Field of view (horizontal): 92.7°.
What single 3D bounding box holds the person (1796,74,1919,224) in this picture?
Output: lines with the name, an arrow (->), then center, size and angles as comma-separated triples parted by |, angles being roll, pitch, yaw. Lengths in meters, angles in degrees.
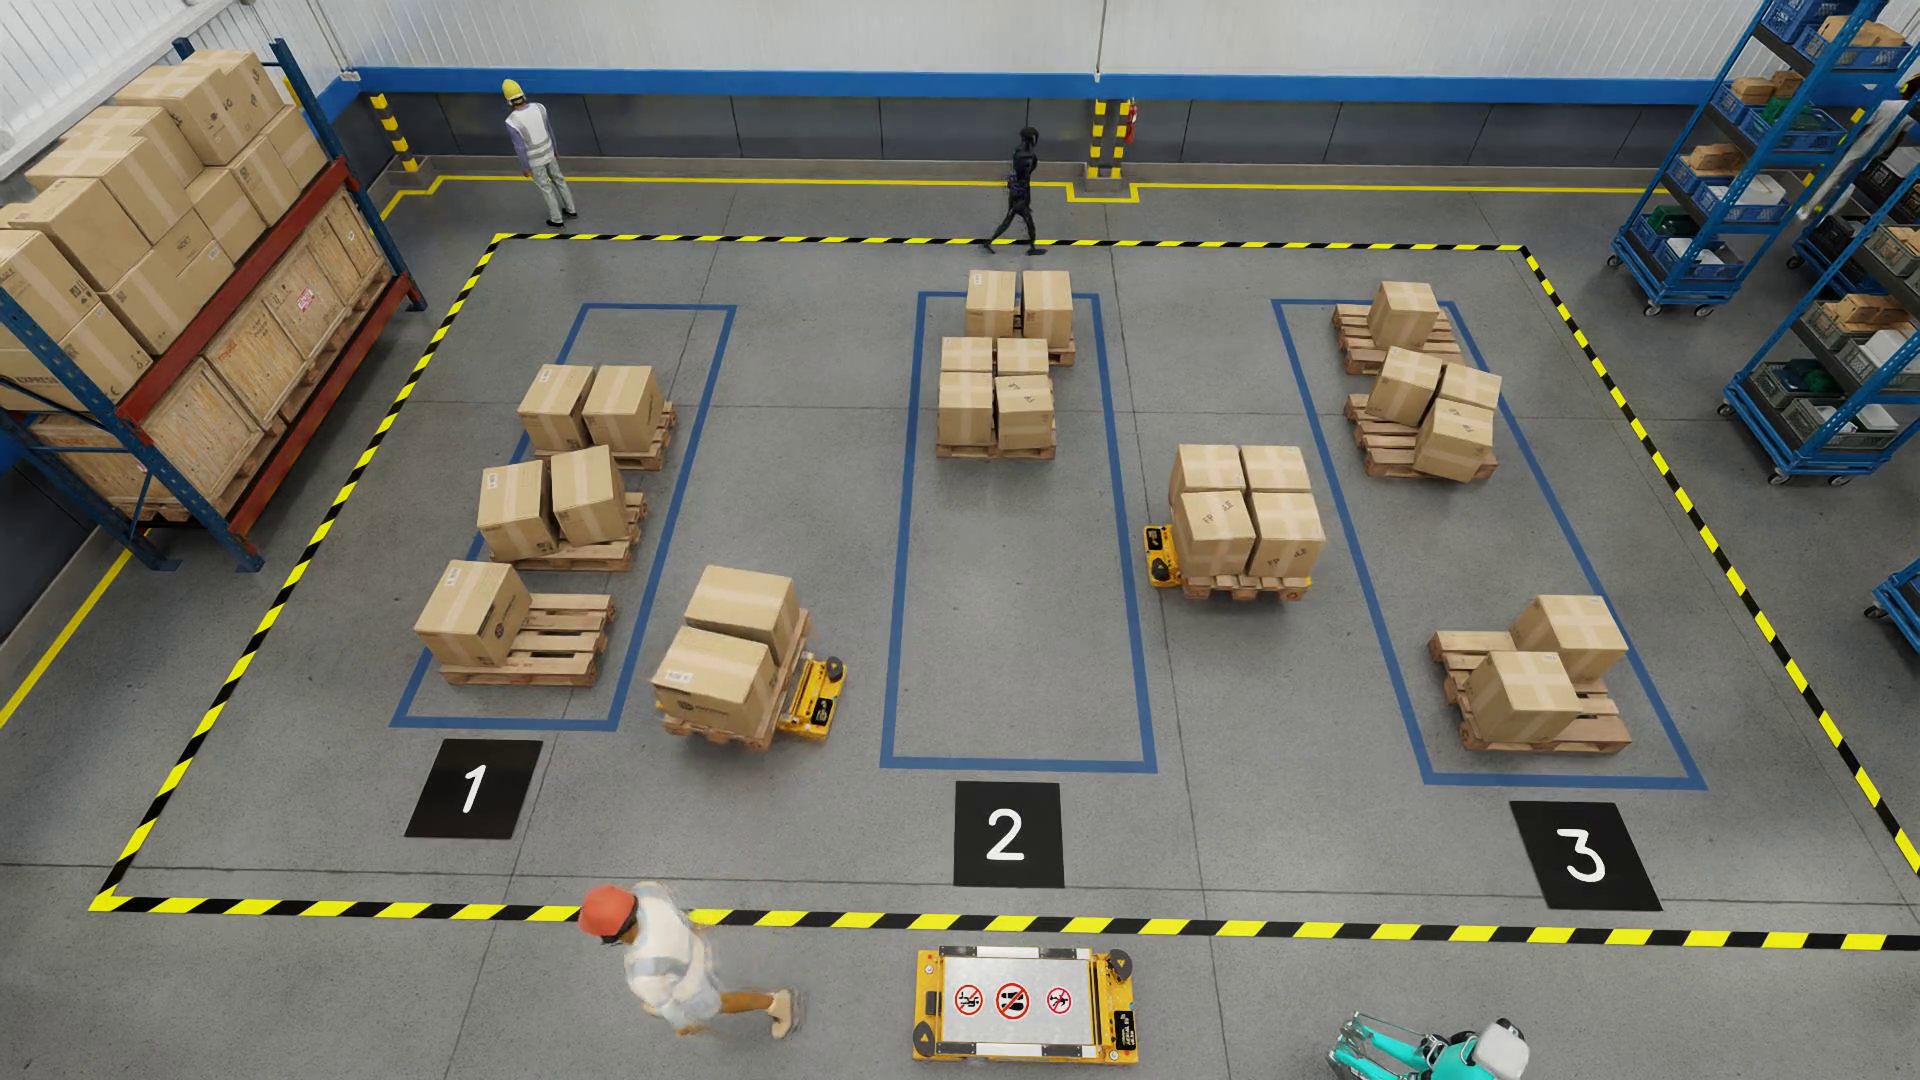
person -> 11.260, -4.822, 11.391 | 0.507, 1.860, 0.317 | 24, 55, 18

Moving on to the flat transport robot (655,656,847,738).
flat transport robot -> -1.709, 1.177, 7.508 | 1.431, 0.197, 0.652 | 8, 51, 7

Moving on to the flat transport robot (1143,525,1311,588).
flat transport robot -> 2.433, 0.118, 8.371 | 1.431, 0.197, 0.652 | 1, 51, 1

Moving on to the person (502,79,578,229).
person -> -5.231, -4.755, 11.356 | 0.404, 1.825, 0.591 | 23, 55, 18

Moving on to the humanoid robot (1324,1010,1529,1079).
humanoid robot -> 2.452, 2.855, 5.121 | 0.533, 1.681, 0.735 | -37, 60, -26

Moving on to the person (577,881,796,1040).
person -> -1.571, 2.473, 5.367 | 0.978, 1.979, 0.678 | -12, 52, -10

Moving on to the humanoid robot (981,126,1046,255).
humanoid robot -> 0.677, -4.154, 11.011 | 0.817, 1.638, 0.612 | -7, 51, -5

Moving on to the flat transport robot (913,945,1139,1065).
flat transport robot -> 0.422, 3.041, 6.007 | 1.431, 0.231, 0.659 | 1, 51, 1
